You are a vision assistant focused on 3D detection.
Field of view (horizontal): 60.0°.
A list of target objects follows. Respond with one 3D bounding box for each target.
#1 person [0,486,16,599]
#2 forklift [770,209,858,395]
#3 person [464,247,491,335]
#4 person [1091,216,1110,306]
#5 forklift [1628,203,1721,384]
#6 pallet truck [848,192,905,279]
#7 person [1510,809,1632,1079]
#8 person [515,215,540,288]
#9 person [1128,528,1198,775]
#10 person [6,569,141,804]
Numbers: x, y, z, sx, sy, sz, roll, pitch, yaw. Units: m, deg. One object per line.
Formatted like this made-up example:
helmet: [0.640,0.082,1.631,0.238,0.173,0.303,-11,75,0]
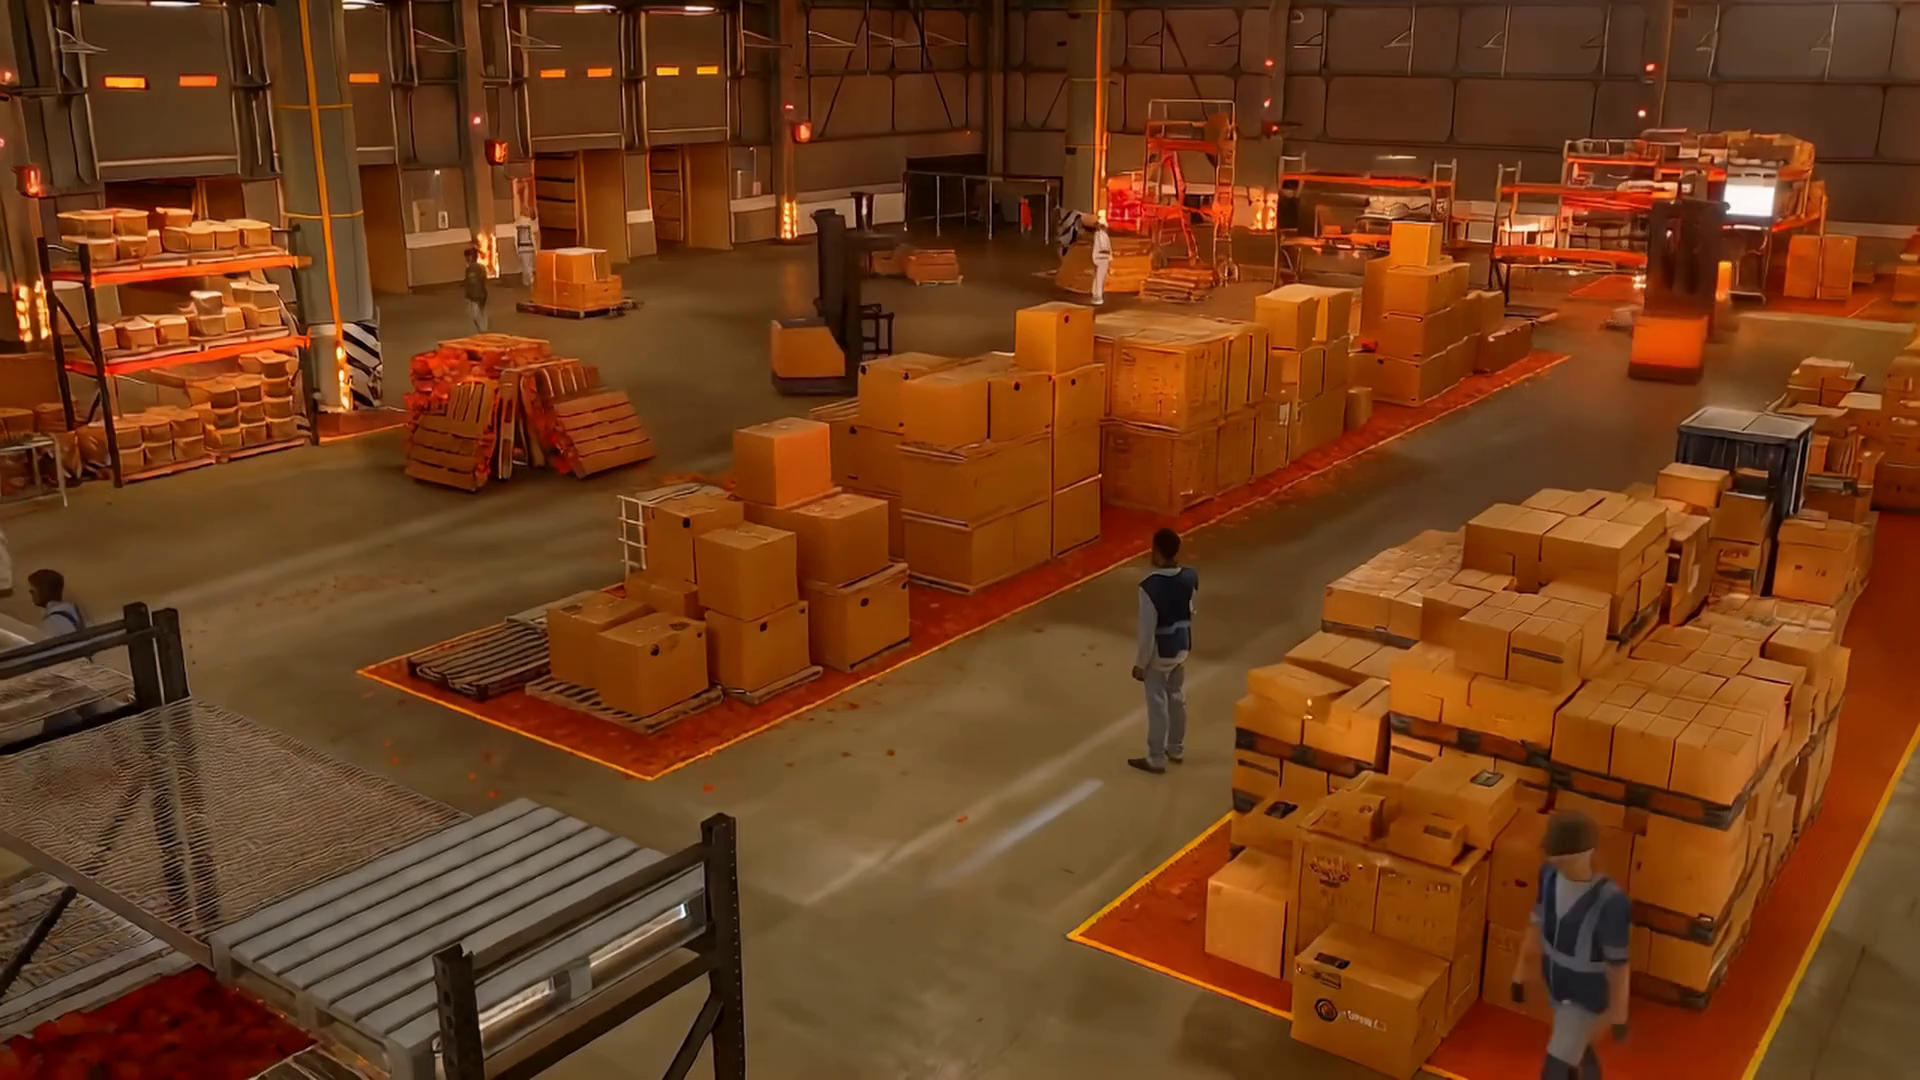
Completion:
person: [-9.733,-0.361,16.575,0.355,1.936,0.635,-7,18,-23]
forklift: [-2.039,-3.792,26.331,1.873,2.768,1.129,-4,17,-13]
person: [-8.449,-4.148,29.111,0.377,1.940,0.629,-12,20,-34]
person: [2.955,-5.845,34.849,0.350,1.878,0.568,8,19,26]
forklift: [11.831,-4.110,27.384,1.129,2.768,1.873,9,19,27]
pallet truck: [-1.936,-7.159,38.982,1.885,1.965,0.823,-12,21,-34]
person: [2.938,2.207,8.173,1.005,1.876,0.565,-6,18,-18]
person: [-9.723,-6.531,37.568,0.509,1.603,0.817,9,19,26]
person: [1.552,0.843,12.620,0.593,1.919,0.388,-16,23,-43]
person: [-6.517,1.064,12.102,0.959,1.793,0.529,-1,17,-3]
